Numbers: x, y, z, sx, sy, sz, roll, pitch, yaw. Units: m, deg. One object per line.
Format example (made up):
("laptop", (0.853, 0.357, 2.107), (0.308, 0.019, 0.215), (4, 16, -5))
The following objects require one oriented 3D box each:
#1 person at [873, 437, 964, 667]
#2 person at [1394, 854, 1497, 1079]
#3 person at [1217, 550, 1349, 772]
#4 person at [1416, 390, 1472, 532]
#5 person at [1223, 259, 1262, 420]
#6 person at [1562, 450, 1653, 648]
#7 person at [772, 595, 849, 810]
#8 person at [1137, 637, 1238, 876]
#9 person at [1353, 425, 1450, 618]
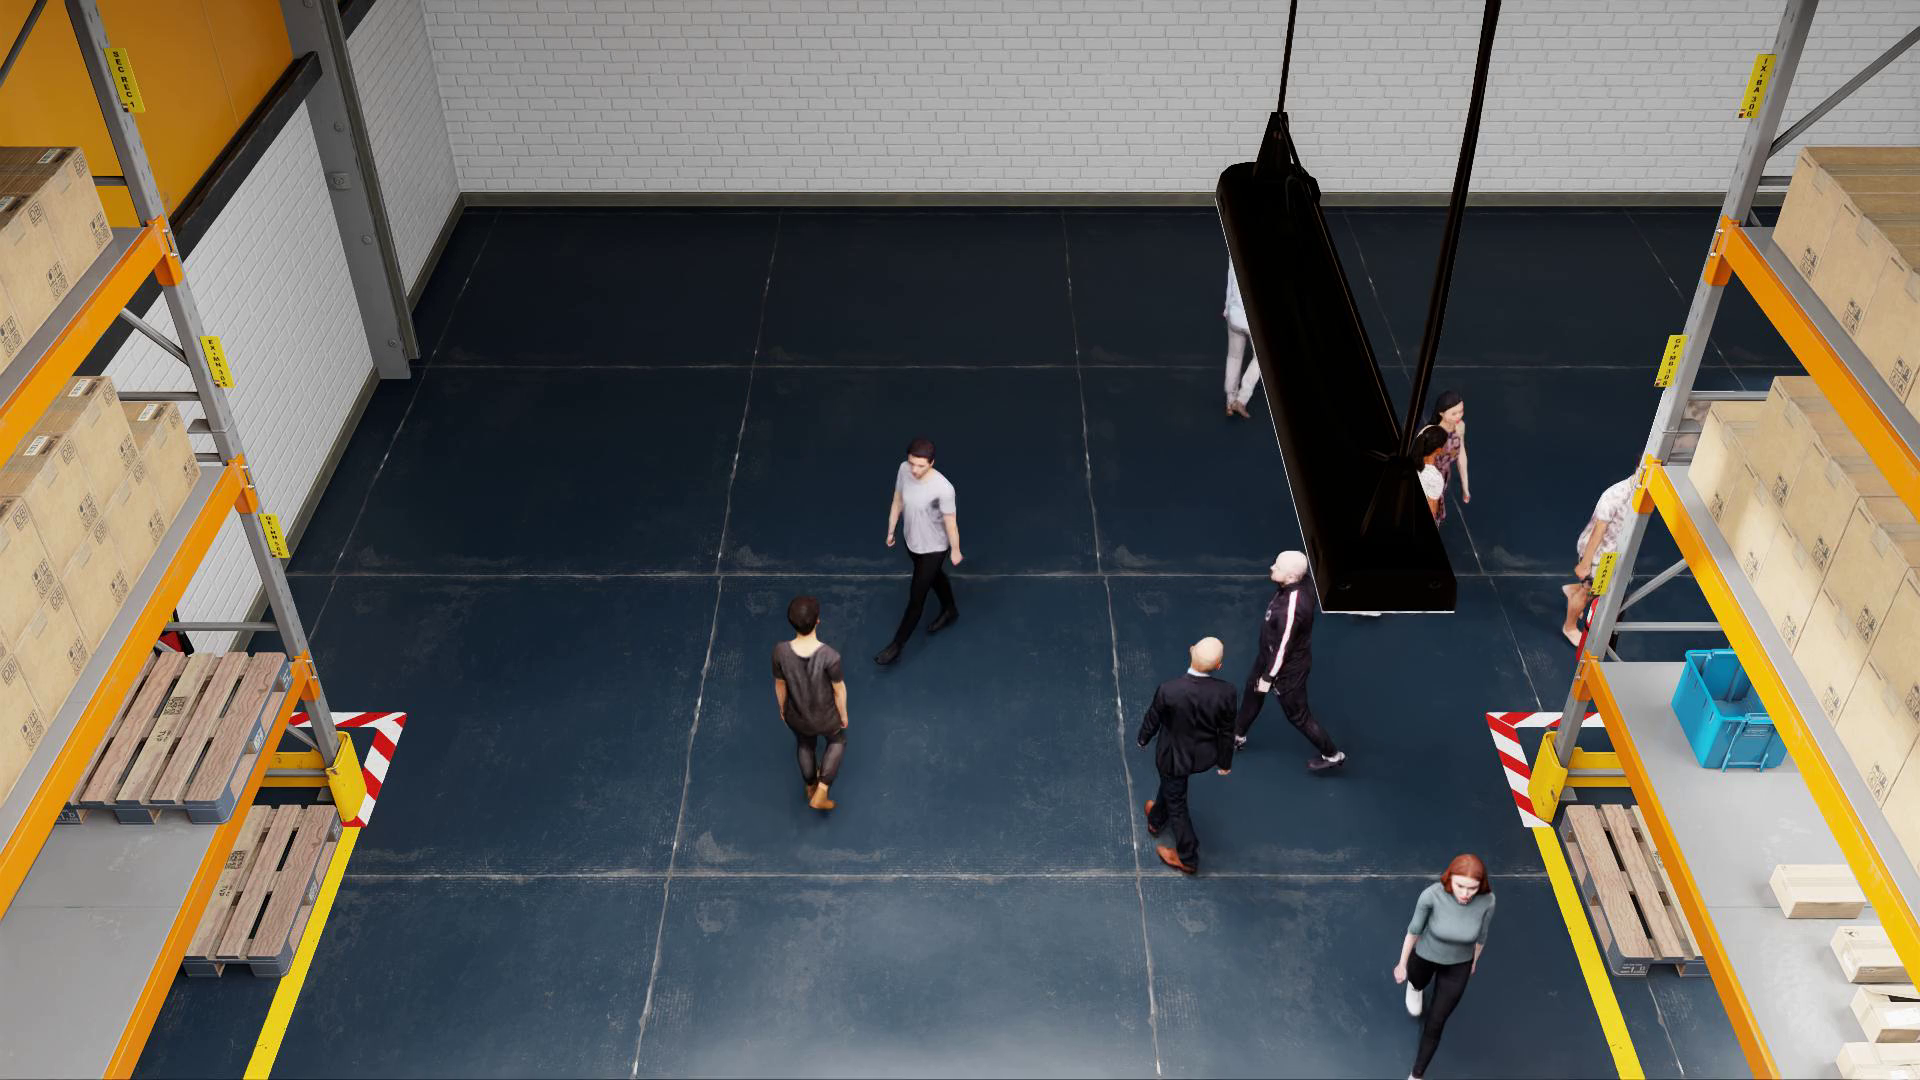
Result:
("person", (-0.169, -0.016, 11.883), (1.232, 1.824, 1.181), (-31, 48, -33))
("person", (2.621, 2.254, 9.137), (0.763, 1.704, 1.196), (8, 39, 10))
("person", (2.224, 0.829, 10.845), (0.910, 1.799, 1.196), (7, 39, 9))
("person", (3.436, -0.420, 12.459), (0.970, 1.738, 1.119), (-23, 44, -26))
("person", (2.408, -1.809, 14.086), (0.851, 1.877, 0.929), (19, 42, 22))
("person", (4.593, -0.001, 11.898), (0.915, 1.782, 0.985), (-15, 41, -18))
("person", (-0.948, 1.106, 10.578), (0.705, 1.701, 0.780), (8, 39, 9))
("person", (1.427, 1.365, 10.208), (0.820, 1.756, 0.979), (-14, 41, -17))
("person", (3.229, -0.093, 12.152), (0.977, 1.609, 1.050), (-17, 42, -21))
